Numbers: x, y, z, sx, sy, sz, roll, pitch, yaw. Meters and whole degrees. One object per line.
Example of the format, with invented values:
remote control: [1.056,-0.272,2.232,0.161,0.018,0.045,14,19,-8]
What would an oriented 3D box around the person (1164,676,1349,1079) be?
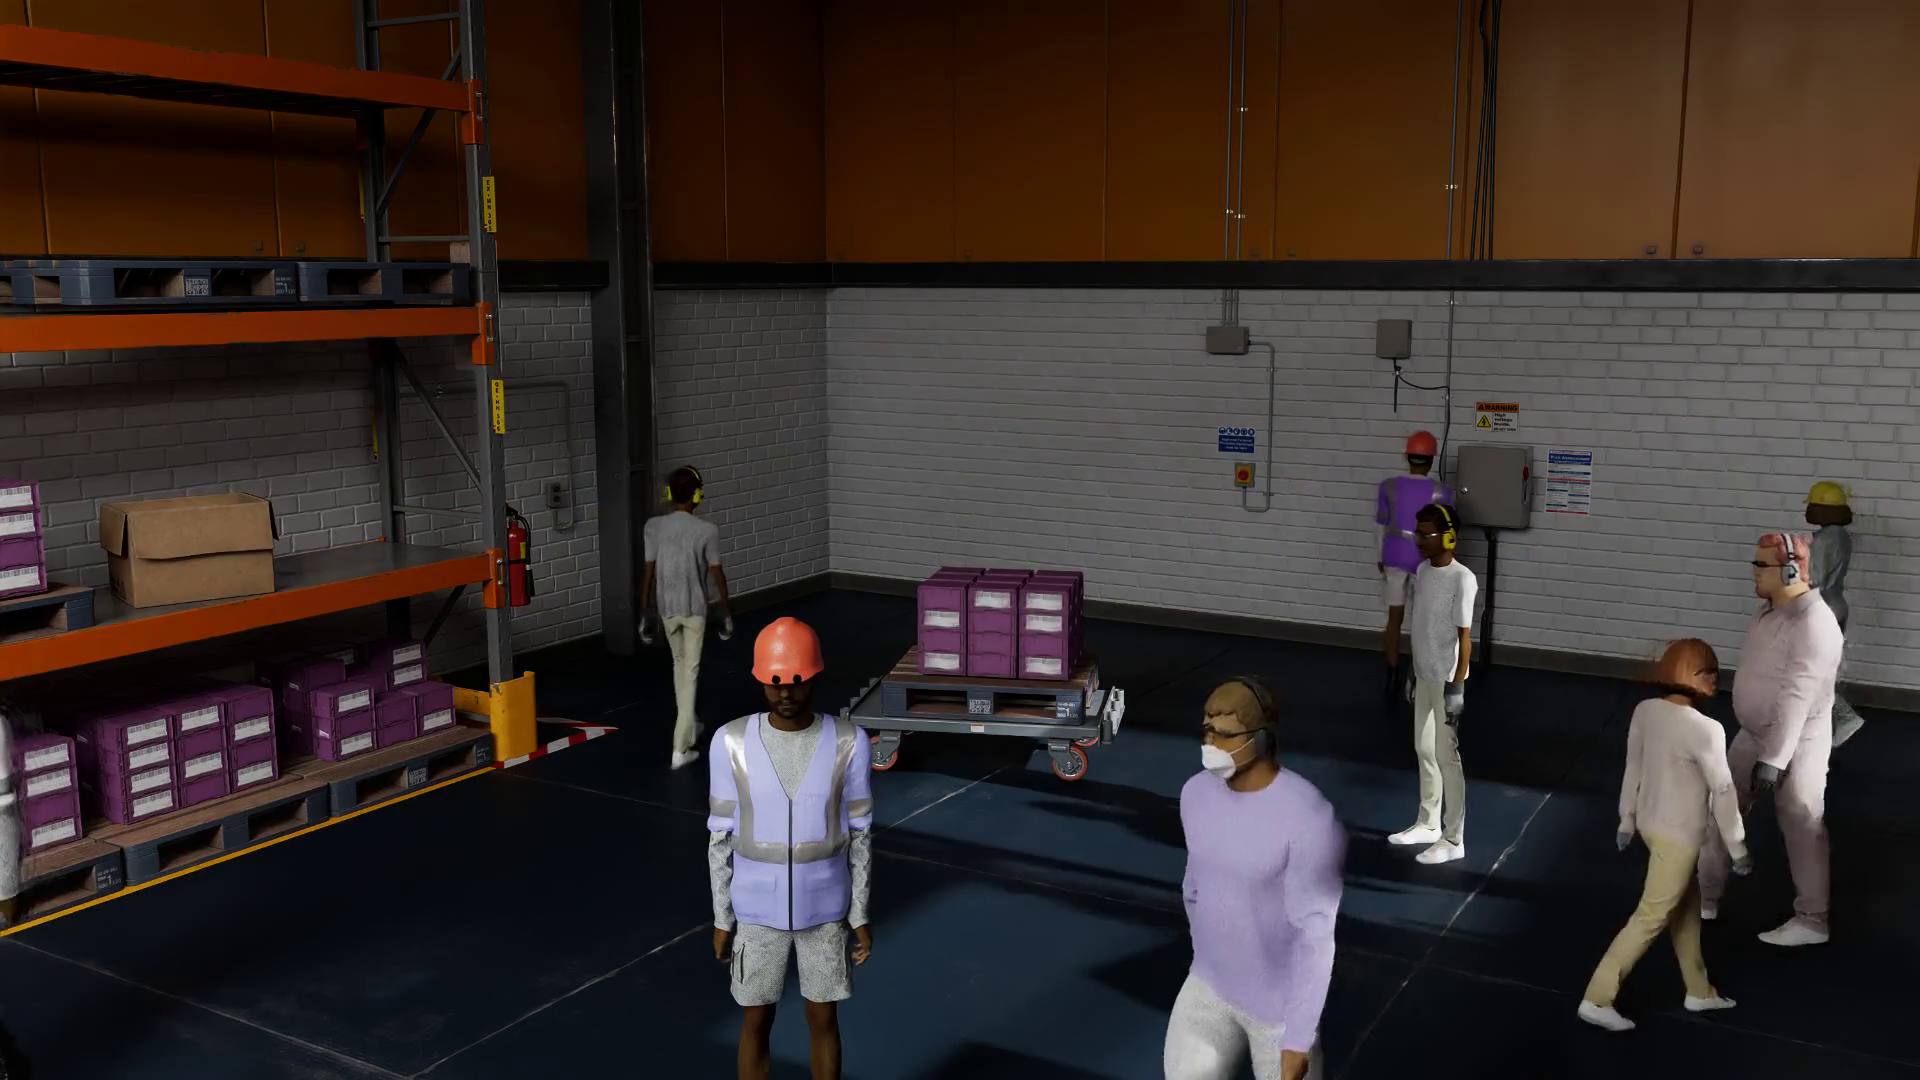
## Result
person: [0.908,1.315,4.879,0.978,1.904,0.639,-7,11,-37]

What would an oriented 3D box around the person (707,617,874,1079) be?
person: [-0.549,1.201,5.446,0.543,1.939,0.360,-1,9,-6]

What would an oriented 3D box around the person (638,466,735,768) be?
person: [-1.683,0.451,10.445,0.551,1.834,0.859,2,9,13]

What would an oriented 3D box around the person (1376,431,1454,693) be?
person: [3.320,0.144,12.184,0.550,1.900,0.860,4,10,21]

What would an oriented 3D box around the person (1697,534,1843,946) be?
person: [3.556,0.909,7.477,0.846,1.878,0.648,1,9,3]

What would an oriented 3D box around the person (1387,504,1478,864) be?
person: [2.460,0.732,8.622,0.317,1.860,0.509,-2,9,-14]

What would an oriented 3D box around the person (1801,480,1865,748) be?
person: [5.478,0.490,10.506,0.432,1.729,0.505,9,13,43]

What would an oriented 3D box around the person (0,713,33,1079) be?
person: [-3.531,1.167,5.730,0.547,1.921,0.418,1,9,9]

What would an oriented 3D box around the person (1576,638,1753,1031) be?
person: [2.835,1.193,6.674,0.801,1.616,0.507,-1,9,-8]
